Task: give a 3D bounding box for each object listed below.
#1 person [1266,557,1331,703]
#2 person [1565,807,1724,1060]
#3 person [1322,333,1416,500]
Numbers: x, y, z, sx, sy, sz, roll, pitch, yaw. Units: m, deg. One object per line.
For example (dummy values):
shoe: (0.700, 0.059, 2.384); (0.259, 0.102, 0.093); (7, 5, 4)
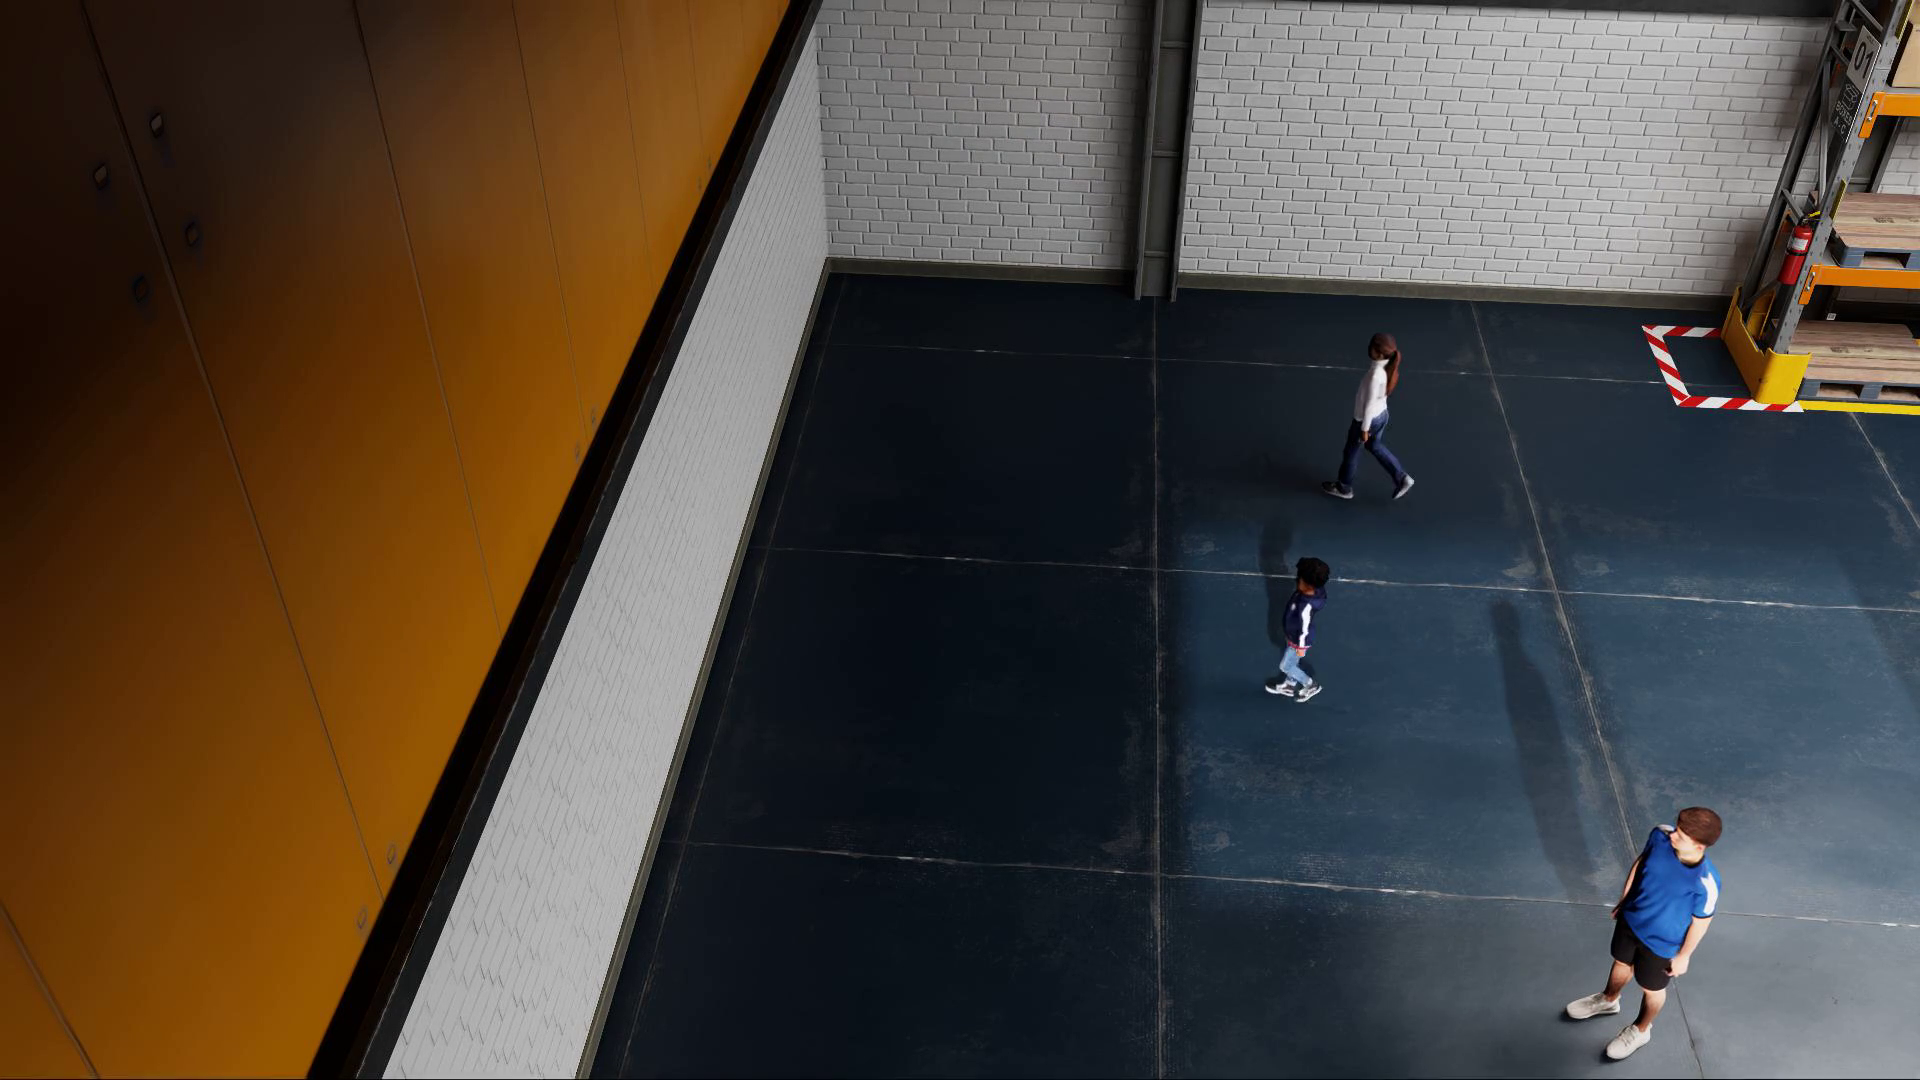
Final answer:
person: (2.341, 0.619, 11.245); (0.627, 1.214, 0.563); (9, 39, 11)
person: (3.749, 2.063, 8.912); (0.748, 1.867, 0.742); (-15, 41, -18)
person: (3.259, -0.921, 12.909); (0.995, 1.543, 0.809); (23, 44, 26)
